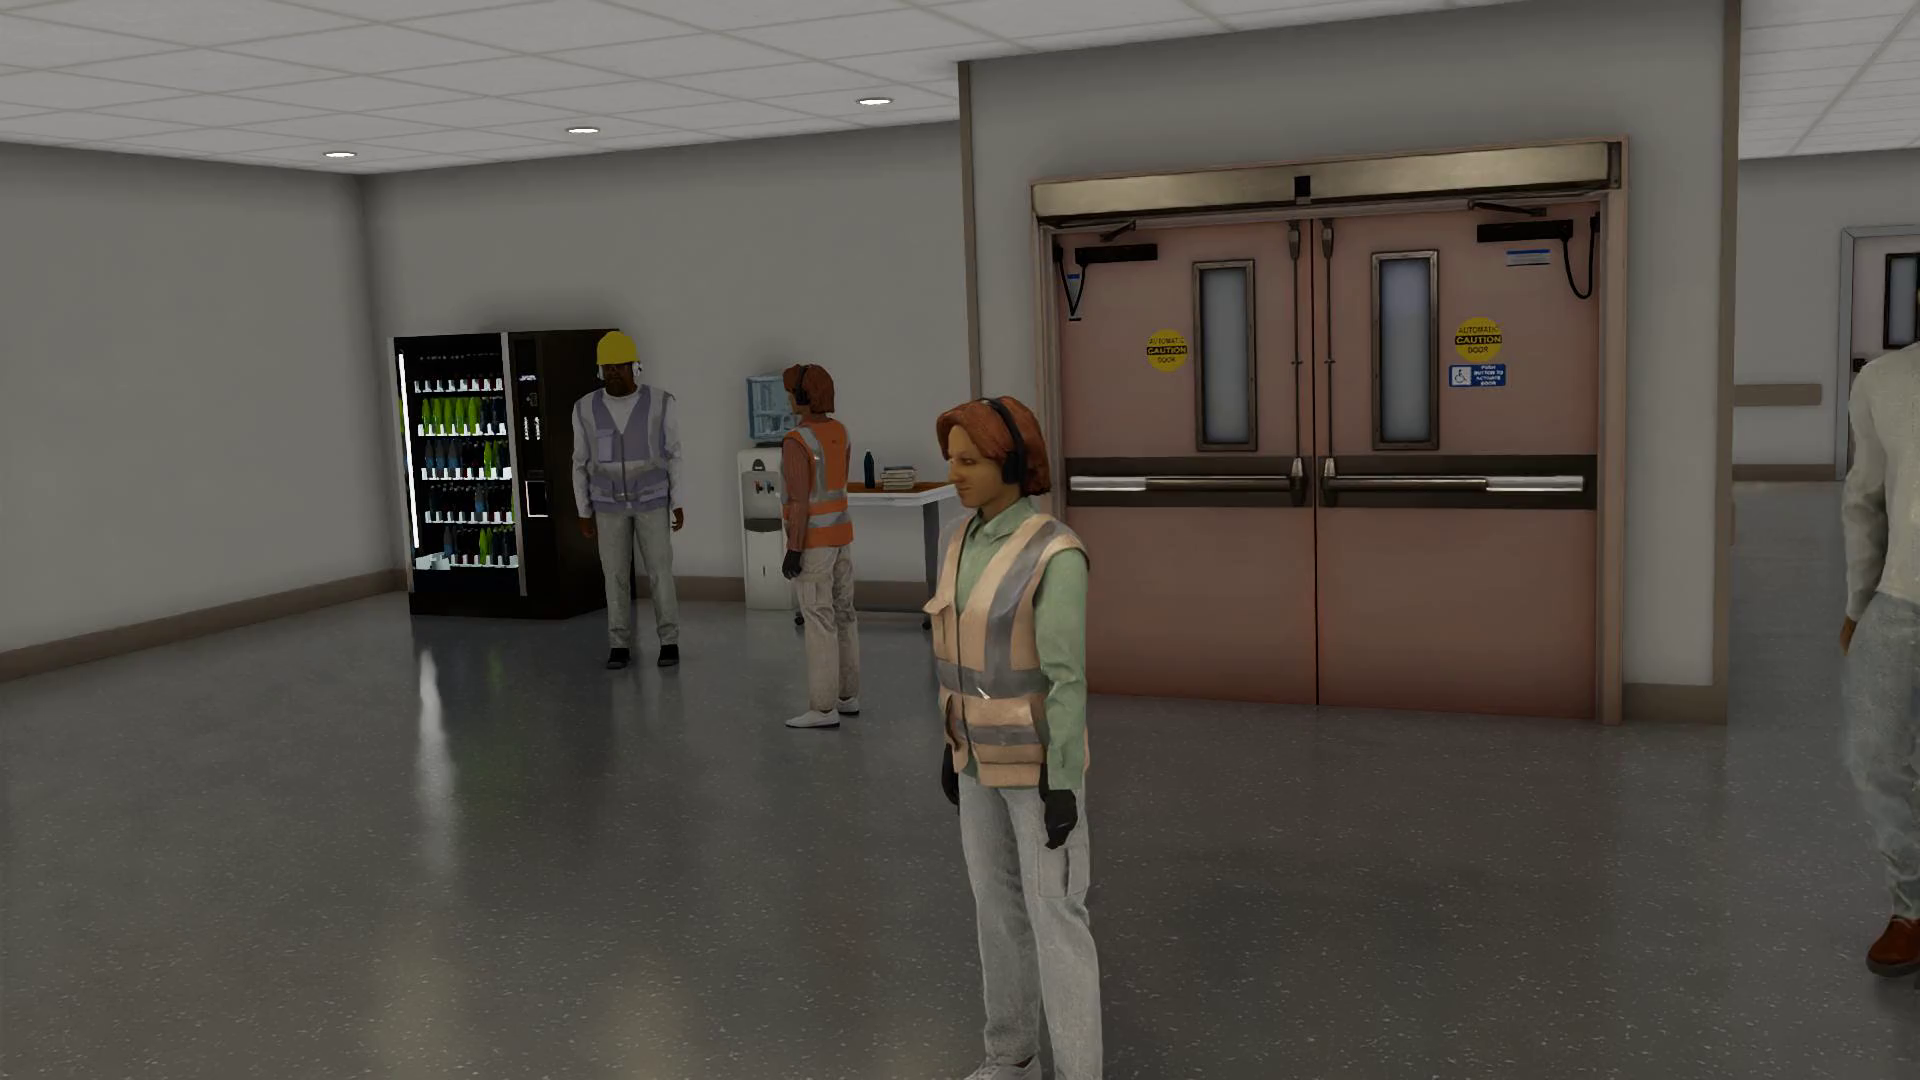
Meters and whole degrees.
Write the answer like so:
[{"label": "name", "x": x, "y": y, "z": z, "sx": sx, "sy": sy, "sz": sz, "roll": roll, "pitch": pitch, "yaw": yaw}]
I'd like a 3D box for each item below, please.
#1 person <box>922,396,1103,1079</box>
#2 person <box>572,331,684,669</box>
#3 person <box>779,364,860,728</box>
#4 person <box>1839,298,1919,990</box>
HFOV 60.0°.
[{"label": "person", "x": 0.116, "y": 0.503, "z": 3.638, "sx": 0.311, "sy": 1.632, "sz": 0.518, "roll": -7, "pitch": 9, "yaw": -32}, {"label": "person", "x": -1.789, "y": -0.212, "z": 9.006, "sx": 0.601, "sy": 1.828, "sz": 0.403, "roll": -3, "pitch": 7, "yaw": -3}, {"label": "person", "x": -0.635, "y": 0.026, "z": 7.507, "sx": 0.307, "sy": 1.641, "sz": 0.514, "roll": 1, "pitch": 8, "yaw": 22}, {"label": "person", "x": 2.462, "y": 0.201, "z": 4.108, "sx": 0.472, "sy": 1.924, "sz": 0.659, "roll": -7, "pitch": 9, "yaw": -33}]
